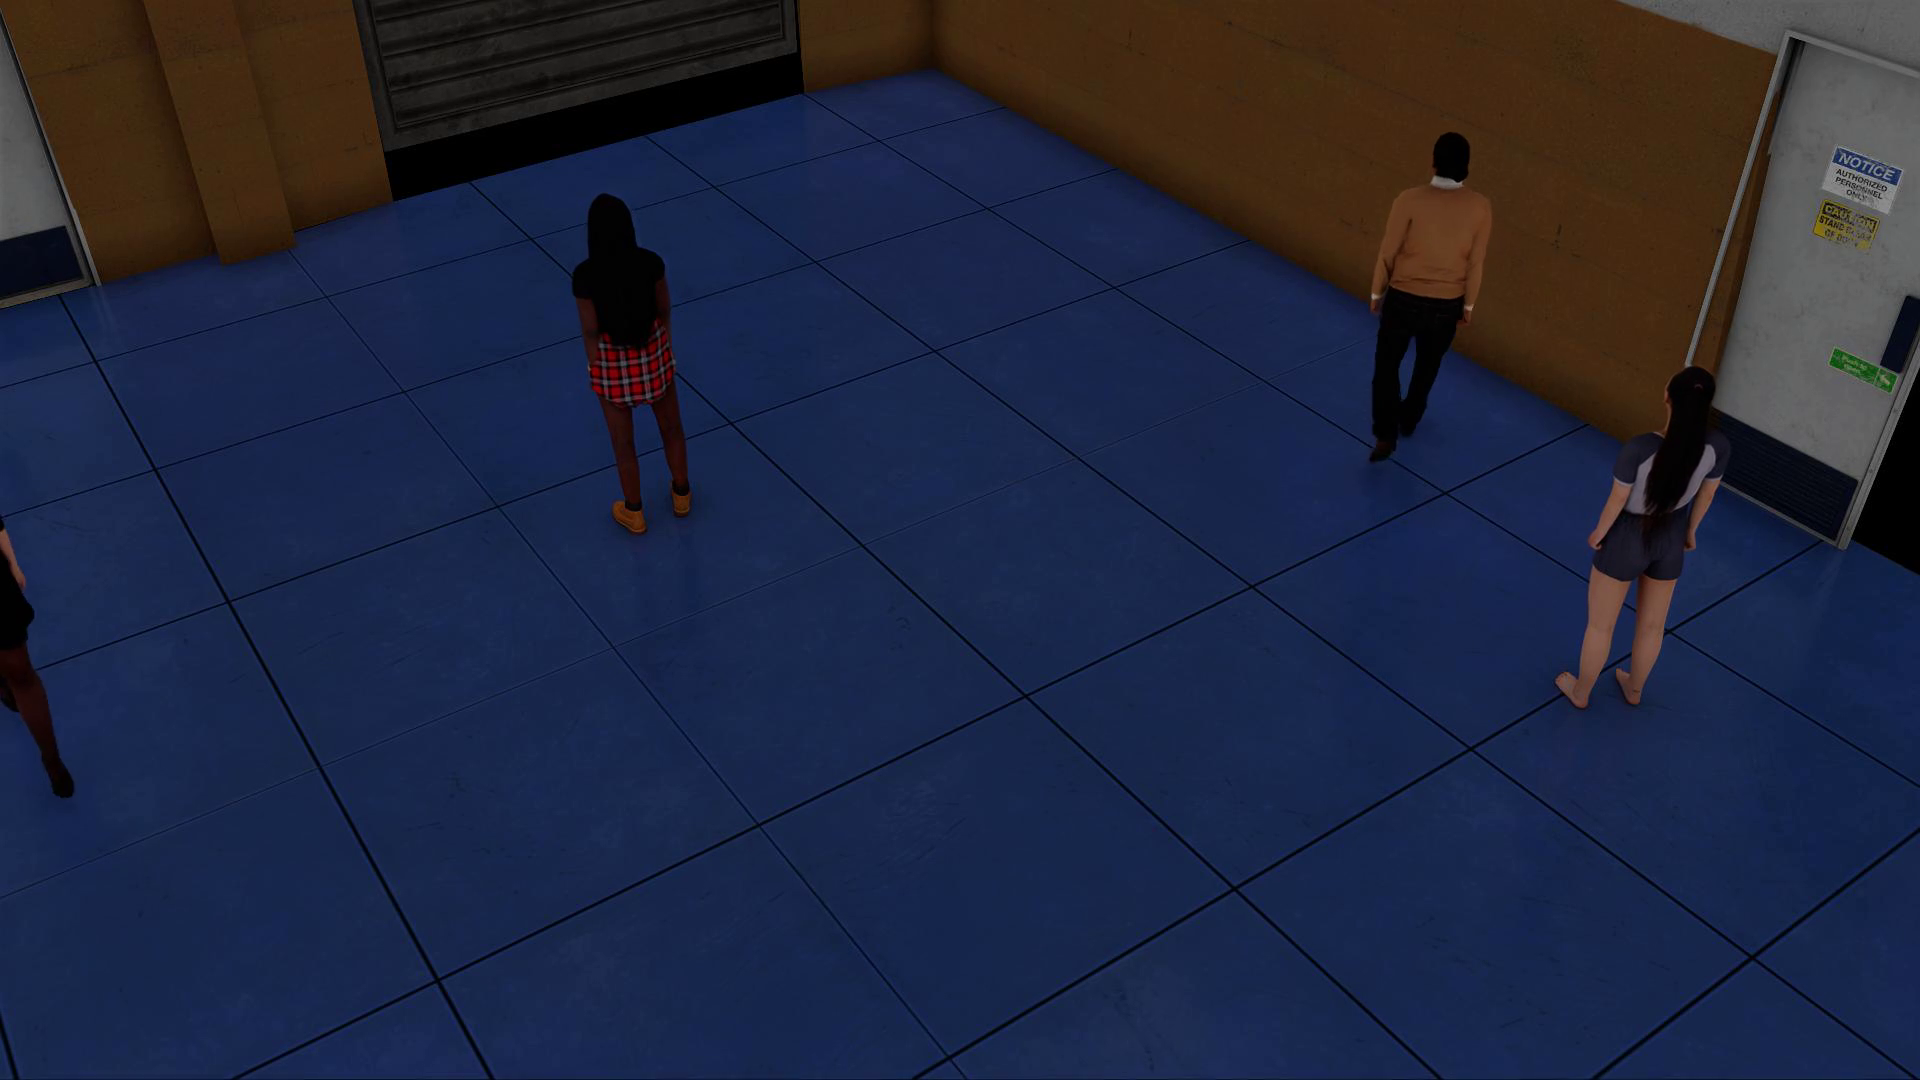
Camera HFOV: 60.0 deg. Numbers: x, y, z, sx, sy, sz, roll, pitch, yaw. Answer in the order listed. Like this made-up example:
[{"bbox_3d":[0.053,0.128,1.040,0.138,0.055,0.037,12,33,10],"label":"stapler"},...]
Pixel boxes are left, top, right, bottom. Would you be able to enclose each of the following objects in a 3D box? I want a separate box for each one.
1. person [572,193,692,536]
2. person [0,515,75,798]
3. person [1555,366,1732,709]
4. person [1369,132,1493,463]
[{"bbox_3d":[-1.534,-0.810,7.787,0.552,1.728,0.693,-19,41,-23],"label":"person"},{"bbox_3d":[-3.911,0.187,6.507,1.026,1.652,0.705,-26,44,-30],"label":"person"},{"bbox_3d":[2.785,0.018,6.748,0.628,1.650,0.734,-2,37,-3],"label":"person"},{"bbox_3d":[2.295,-1.156,8.241,1.066,1.736,1.109,5,37,6],"label":"person"}]
